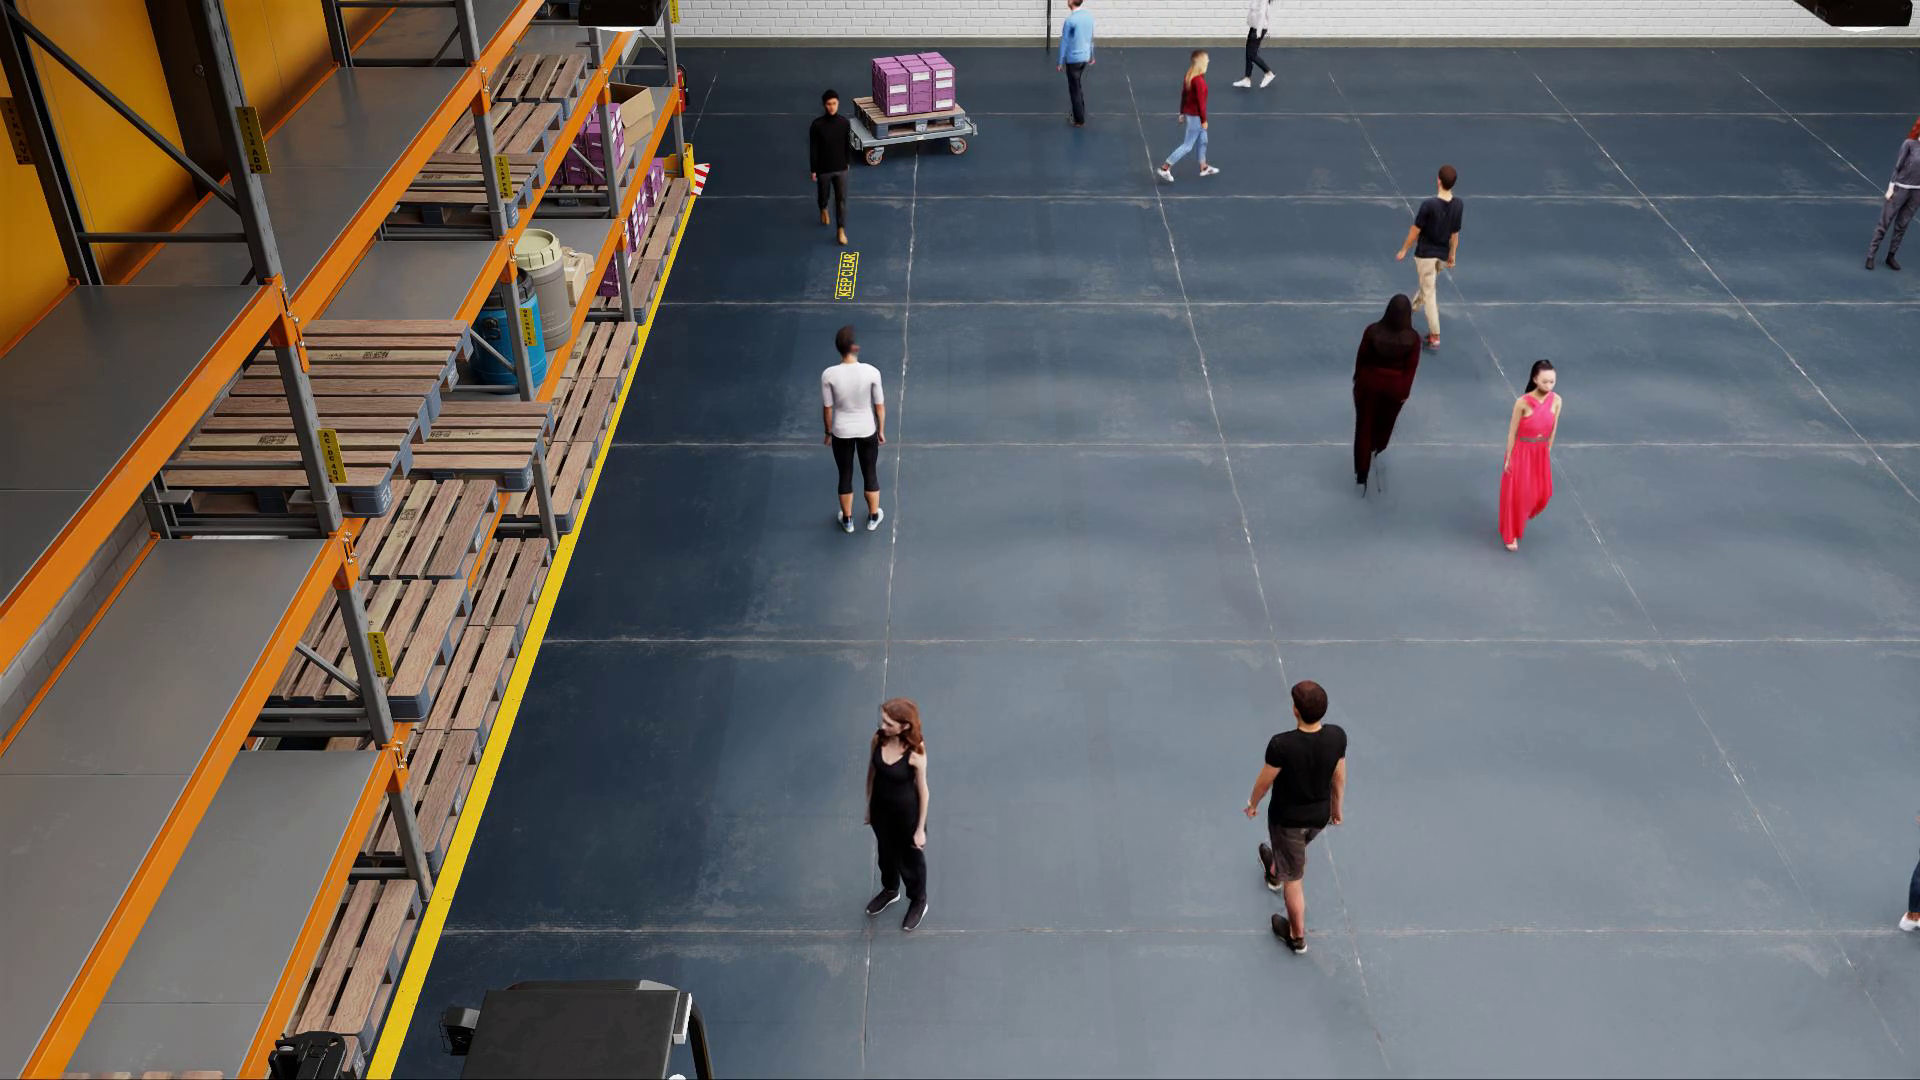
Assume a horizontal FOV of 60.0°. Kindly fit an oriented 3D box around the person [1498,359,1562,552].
[{"bbox_3d":[4.585,-0.707,13.562,0.630,1.711,0.742,-4,34,-6],"label":"person"}]

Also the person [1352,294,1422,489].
[{"bbox_3d":[3.638,-1.254,14.377,0.794,1.718,1.118,7,34,10],"label":"person"}]

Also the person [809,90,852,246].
[{"bbox_3d":[-1.487,-4.291,18.961,0.808,1.702,1.088,-8,35,-12],"label":"person"}]

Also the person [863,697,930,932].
[{"bbox_3d":[-0.354,1.617,10.036,0.667,1.742,0.687,20,38,27],"label":"person"}]

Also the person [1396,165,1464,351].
[{"bbox_3d":[4.756,-2.768,16.576,0.954,1.807,1.229,-13,36,-19],"label":"person"}]

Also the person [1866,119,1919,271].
[{"bbox_3d":[10.358,-3.827,18.190,0.590,1.782,0.511,2,34,4],"label":"person"}]

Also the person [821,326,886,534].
[{"bbox_3d":[-0.872,-0.902,13.729,0.666,1.849,0.565,-2,34,-3],"label":"person"}]

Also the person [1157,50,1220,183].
[{"bbox_3d":[2.795,-5.156,20.354,0.803,1.601,1.066,-6,34,-9],"label":"person"}]

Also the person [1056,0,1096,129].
[{"bbox_3d":[1.611,-6.347,21.966,0.795,1.800,0.853,-28,43,-35],"label":"person"}]

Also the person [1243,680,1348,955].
[{"bbox_3d":[2.052,1.687,9.856,0.915,1.827,1.160,-10,35,-15],"label":"person"}]

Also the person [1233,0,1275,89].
[{"bbox_3d":[4.218,-7.146,23.266,0.721,1.692,0.710,-1,34,-2],"label":"person"}]
